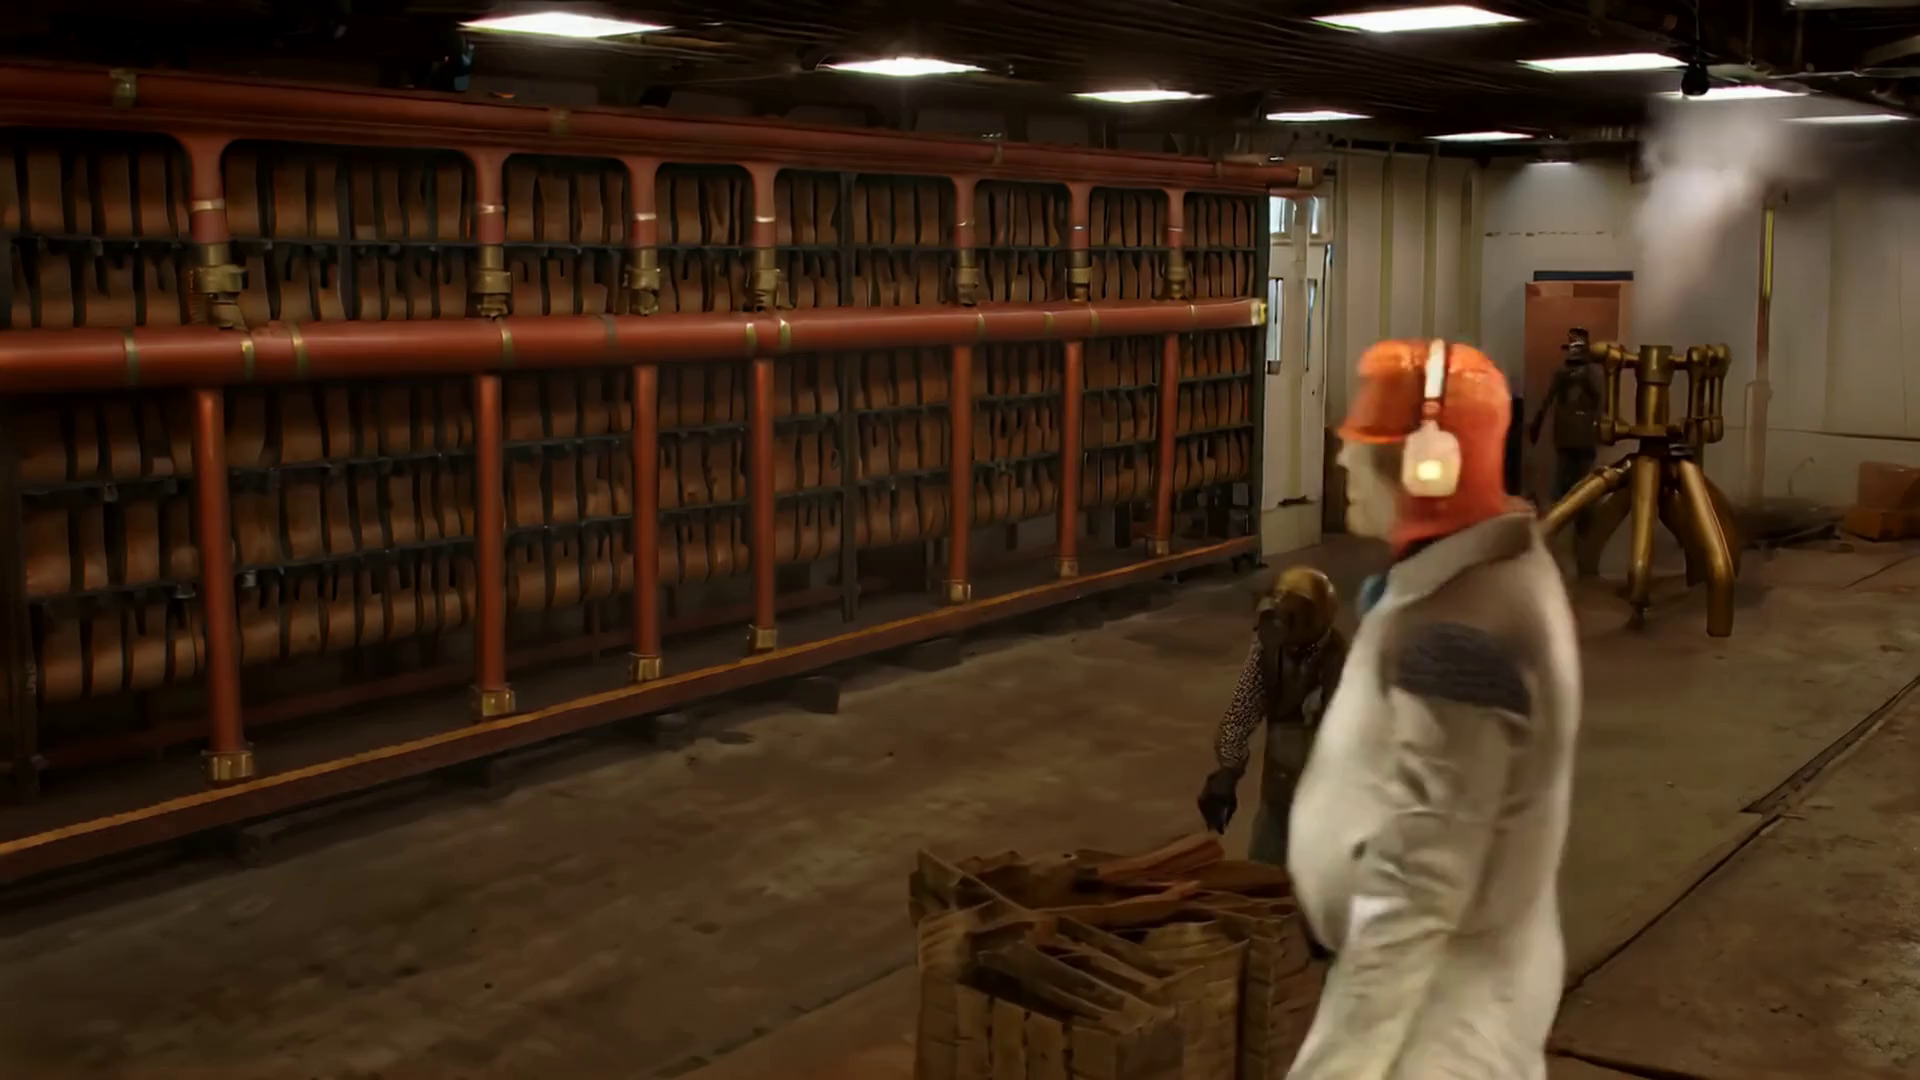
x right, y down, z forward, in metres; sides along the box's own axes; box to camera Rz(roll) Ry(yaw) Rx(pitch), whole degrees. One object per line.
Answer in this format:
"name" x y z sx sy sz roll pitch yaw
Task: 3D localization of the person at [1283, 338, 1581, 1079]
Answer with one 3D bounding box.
"person" 0.563 0.648 2.495 0.785 1.881 0.673 3 10 16
